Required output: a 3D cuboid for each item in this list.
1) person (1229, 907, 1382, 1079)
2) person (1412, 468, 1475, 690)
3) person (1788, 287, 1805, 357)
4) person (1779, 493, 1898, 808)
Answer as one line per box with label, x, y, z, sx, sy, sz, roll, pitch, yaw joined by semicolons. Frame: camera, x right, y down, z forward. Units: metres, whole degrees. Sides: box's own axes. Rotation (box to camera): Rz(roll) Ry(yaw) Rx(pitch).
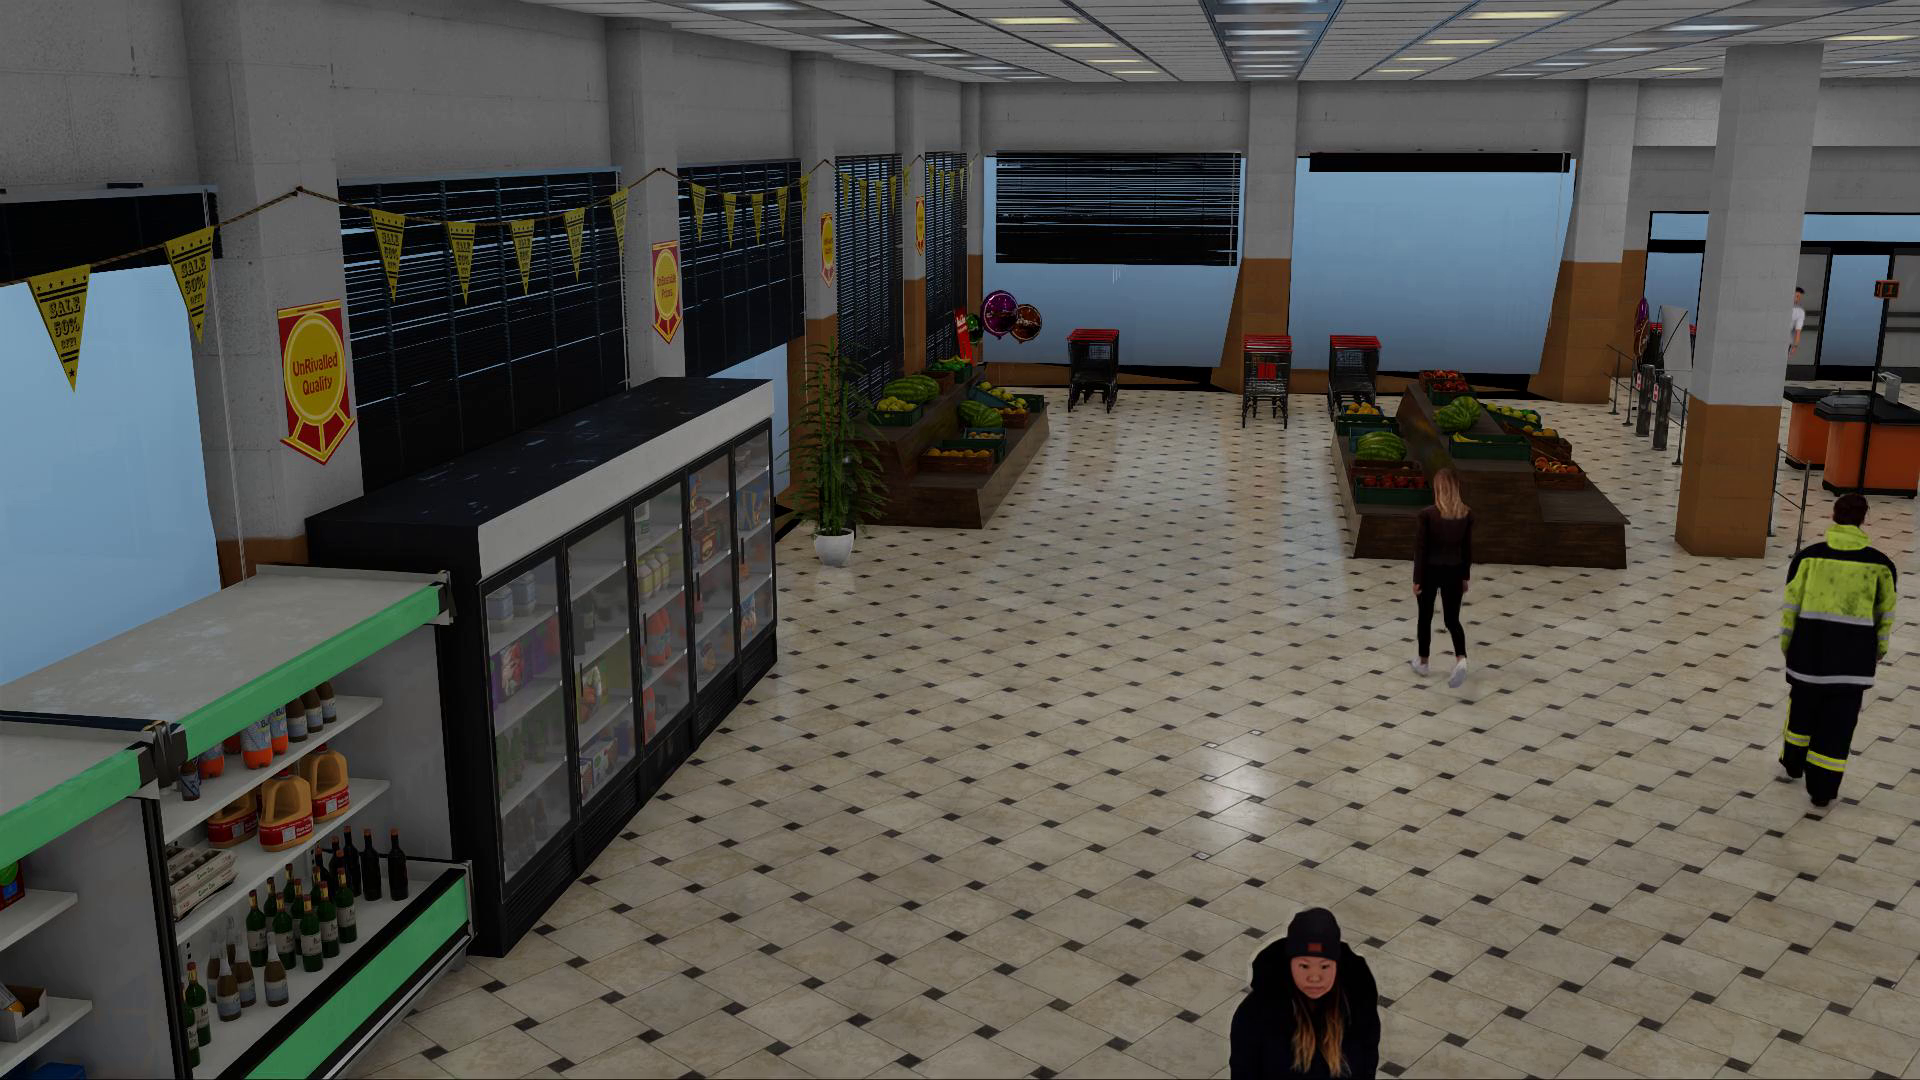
person;1.161;2.023;5.655;0.725;1.674;0.711;-1;14;-3
person;3.701;0.314;12.689;0.785;1.680;1.117;-1;14;-4
person;13.145;-3.154;26.729;0.839;1.802;0.751;13;19;43
person;5.493;0.707;10.488;0.979;1.955;1.096;9;16;32
